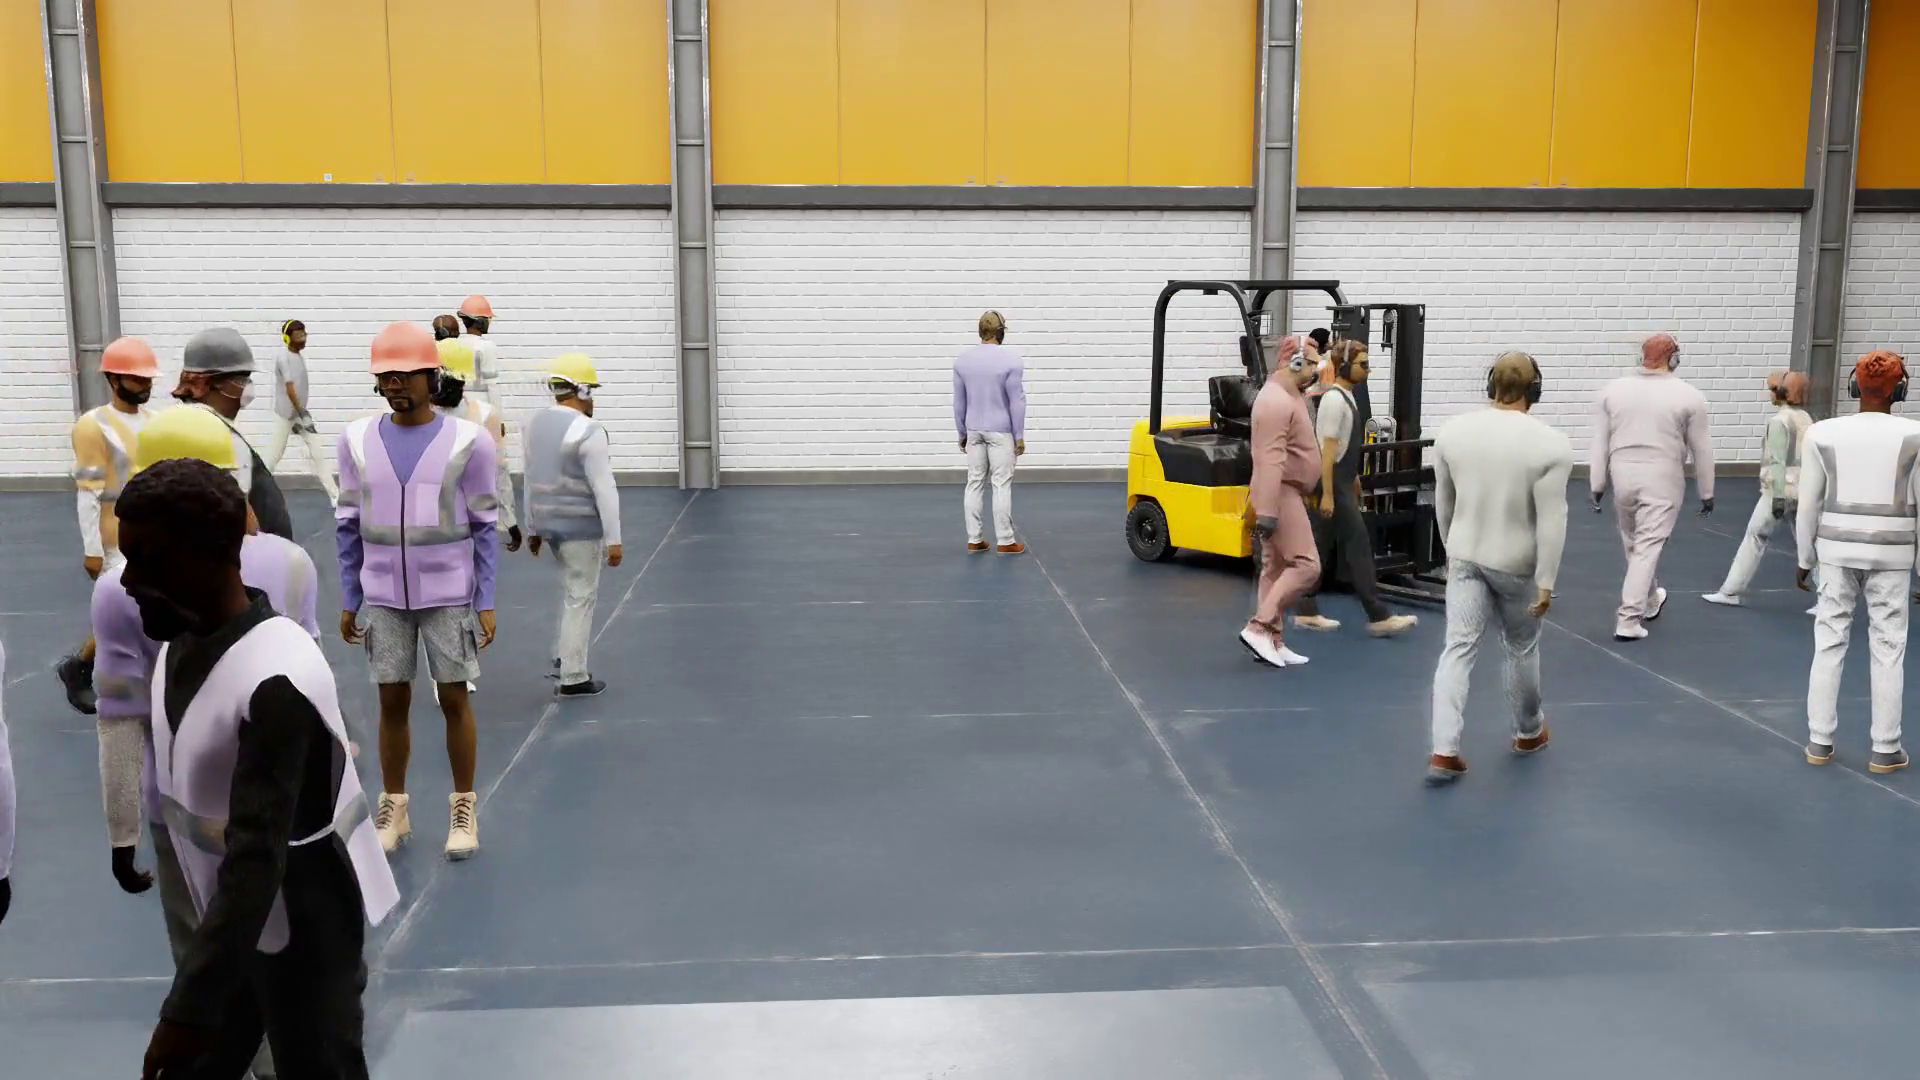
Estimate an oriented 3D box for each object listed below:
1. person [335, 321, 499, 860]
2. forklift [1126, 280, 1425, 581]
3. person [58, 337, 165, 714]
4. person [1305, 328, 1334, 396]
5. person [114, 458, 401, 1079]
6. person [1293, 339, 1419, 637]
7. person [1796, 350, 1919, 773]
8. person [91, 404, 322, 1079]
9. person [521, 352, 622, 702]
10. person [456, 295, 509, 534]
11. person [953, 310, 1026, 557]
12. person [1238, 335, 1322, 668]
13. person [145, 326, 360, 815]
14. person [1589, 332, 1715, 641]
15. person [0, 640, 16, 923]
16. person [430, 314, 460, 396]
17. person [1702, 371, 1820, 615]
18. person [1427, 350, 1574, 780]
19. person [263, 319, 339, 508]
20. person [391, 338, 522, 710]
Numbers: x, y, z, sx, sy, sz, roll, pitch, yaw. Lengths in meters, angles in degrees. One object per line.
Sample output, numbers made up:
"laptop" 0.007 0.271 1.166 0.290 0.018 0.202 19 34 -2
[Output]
"person" -2.045 0.203 6.275 0.605 2.045 0.379 0 9 -2
"forklift" 2.301 -0.860 12.475 1.214 2.155 2.313 -6 11 -35
"person" -4.099 -0.032 8.150 0.581 1.921 0.541 2 9 12
"person" 3.581 -1.296 16.809 0.321 1.690 0.529 -5 10 -30
"person" -1.398 0.780 3.165 0.594 1.880 0.772 8 12 43
"person" 2.457 -0.307 10.182 0.852 1.814 0.540 2 9 14
"person" 4.049 0.098 7.440 0.572 1.883 0.354 7 11 37
"person" -1.804 0.617 4.143 0.792 1.904 0.591 6 11 31
"person" -1.990 -0.067 8.694 0.629 1.808 0.464 7 12 38
"person" -4.114 -1.066 14.240 0.605 2.045 0.383 6 11 35
"person" 0.240 -0.837 13.135 0.627 1.940 0.376 6 11 32
"person" 1.842 -0.209 9.366 0.425 1.882 0.661 2 9 11
"person" -2.989 0.100 6.930 0.953 2.000 0.701 -4 10 -25
"person" 4.302 -0.340 10.248 0.987 1.852 0.679 -9 13 -43
"person" -2.478 0.721 3.770 0.629 1.815 0.846 -2 9 -13
"person" -4.893 -1.246 16.016 0.430 1.842 0.619 1 9 9
"person" 5.421 -0.309 10.903 0.538 1.593 0.873 -7 12 -39
"person" 2.389 0.106 7.397 0.637 1.891 1.013 6 11 35
"person" -6.268 -1.171 15.695 1.042 1.805 0.499 1 9 6
"person" -2.592 -0.090 8.606 0.590 1.888 0.765 -8 12 -41
